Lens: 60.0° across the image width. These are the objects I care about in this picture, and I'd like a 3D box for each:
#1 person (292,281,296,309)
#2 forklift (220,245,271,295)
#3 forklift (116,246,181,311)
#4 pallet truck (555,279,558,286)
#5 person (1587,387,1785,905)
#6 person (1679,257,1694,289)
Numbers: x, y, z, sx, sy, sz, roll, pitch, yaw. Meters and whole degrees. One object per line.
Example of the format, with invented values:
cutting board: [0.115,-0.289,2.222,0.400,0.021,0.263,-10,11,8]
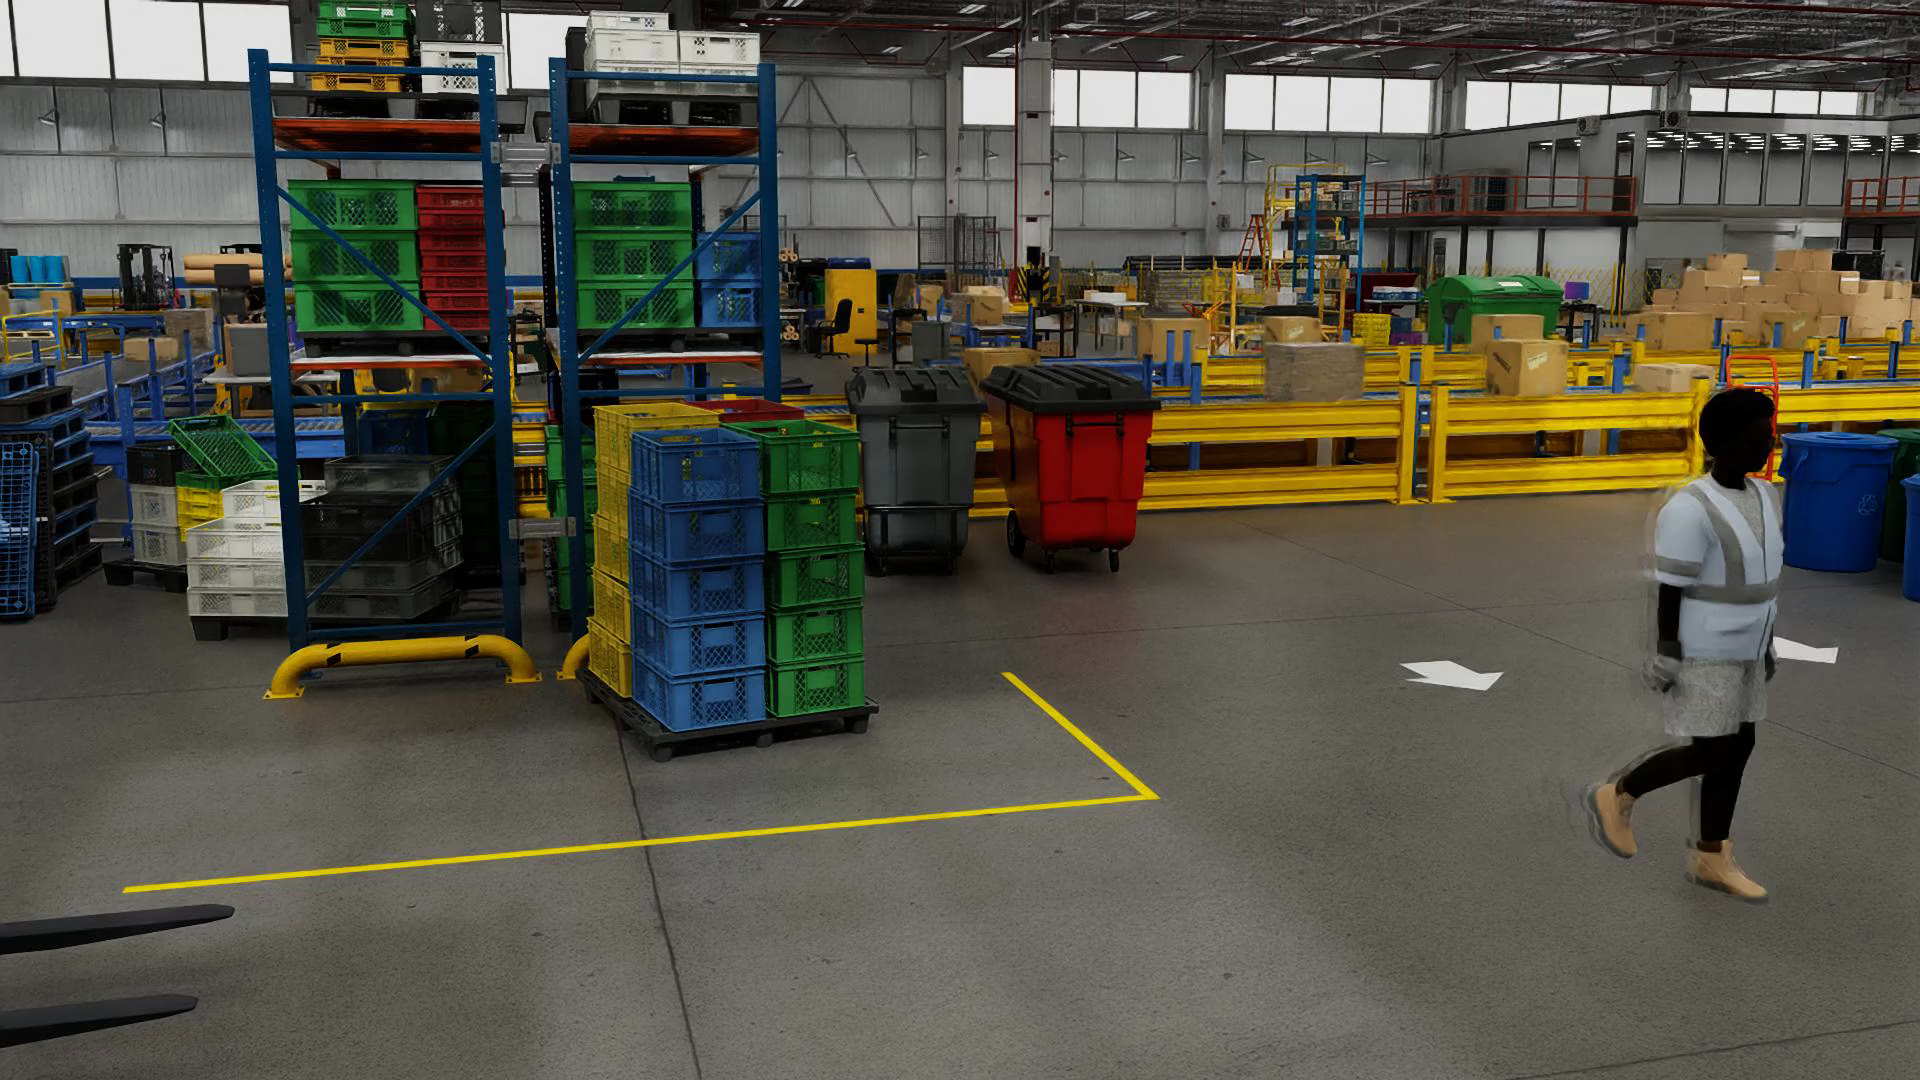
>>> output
person: [-13.994,-5.022,35.298,0.641,1.856,0.995,7,12,36]
forklift: [-17.749,-6.334,41.440,1.157,1.987,2.680,-3,10,-17]
forklift: [-19.966,-6.232,40.894,1.157,1.987,2.680,-3,10,-15]
pallet truck: [-10.604,-6.375,44.520,0.653,1.274,1.630,-3,10,-15]
person: [2.429,0.333,5.449,0.540,1.684,0.491,-7,12,-35]
person: [20.153,-6.971,46.424,0.785,1.818,0.549,9,13,42]
